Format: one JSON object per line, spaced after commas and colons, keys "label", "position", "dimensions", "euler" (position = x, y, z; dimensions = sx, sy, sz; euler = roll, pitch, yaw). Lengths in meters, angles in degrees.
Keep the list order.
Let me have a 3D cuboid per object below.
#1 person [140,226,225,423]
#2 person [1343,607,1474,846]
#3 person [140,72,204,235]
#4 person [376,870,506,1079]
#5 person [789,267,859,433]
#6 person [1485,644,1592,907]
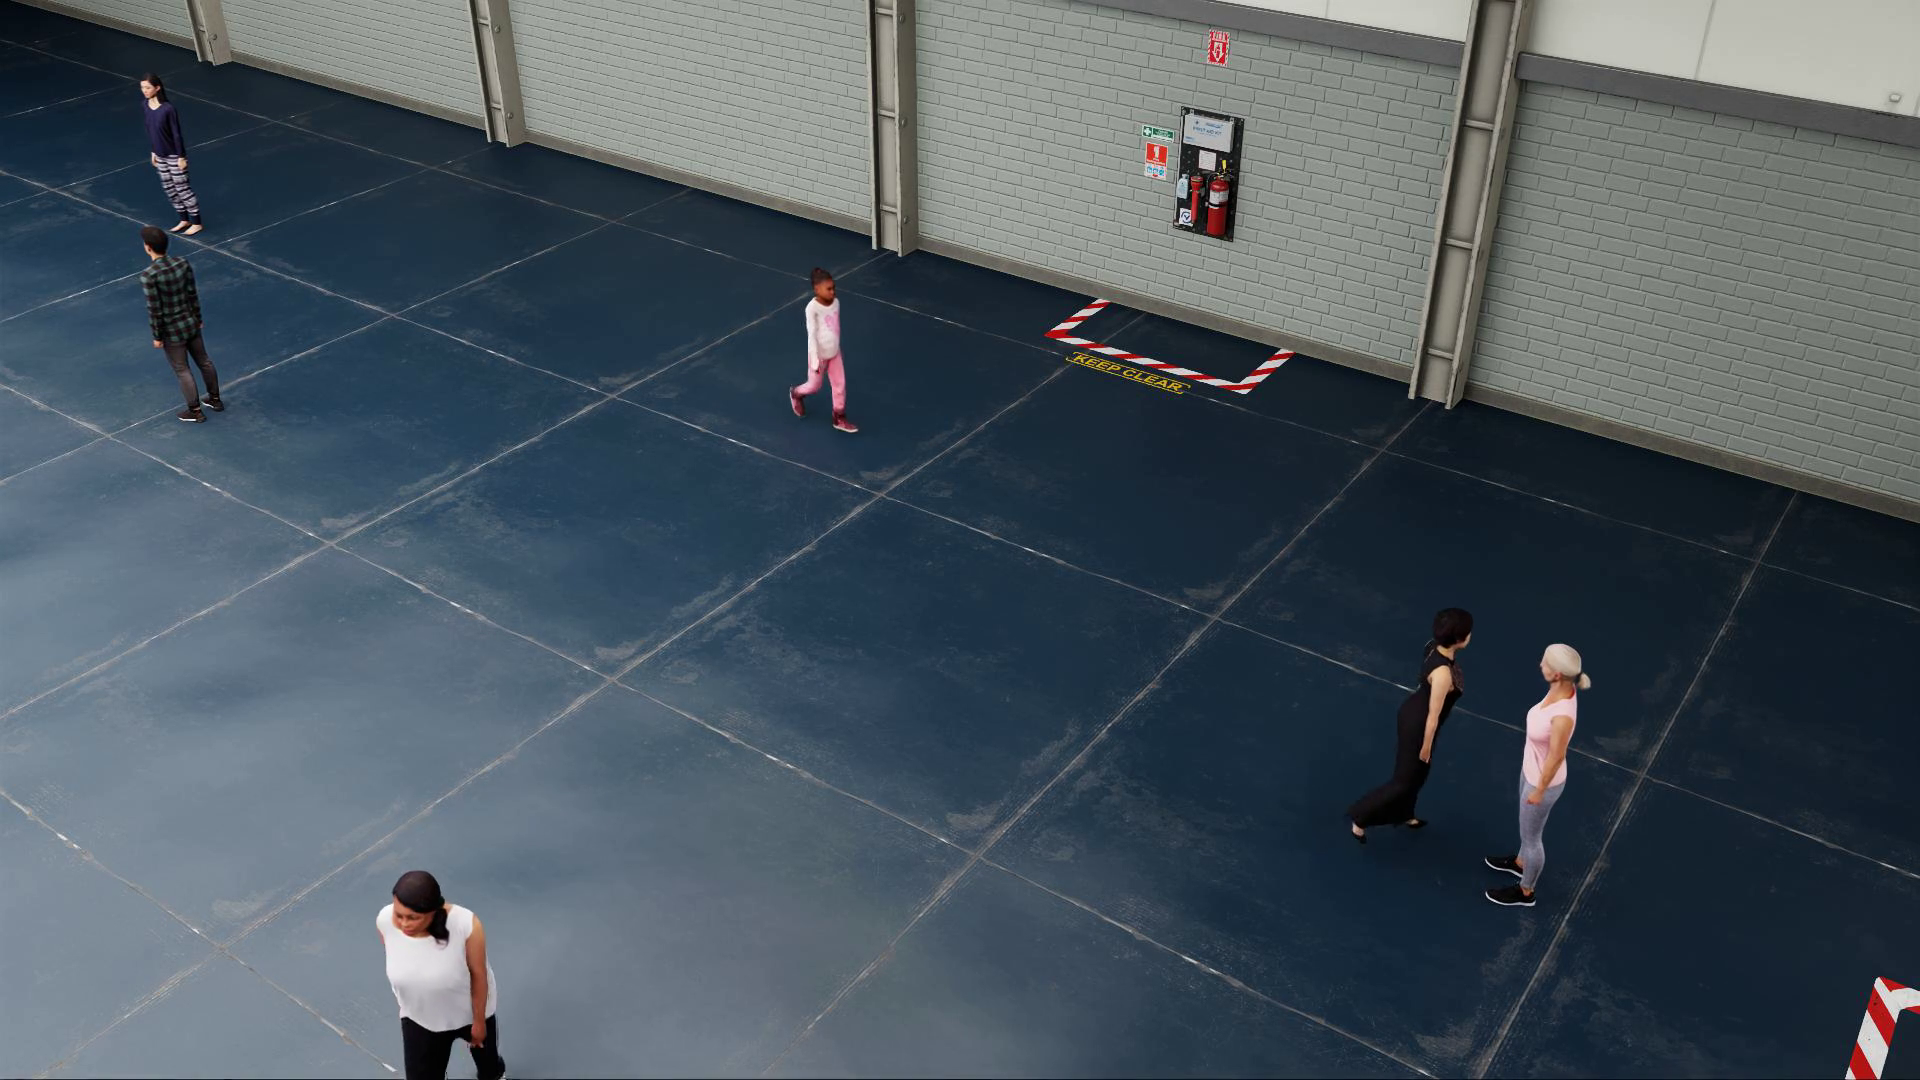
{"label": "person", "position": [-6.621, -1.828, 14.053], "dimensions": [0.568, 1.714, 0.705], "euler": [15, 35, 22]}
{"label": "person", "position": [2.588, 1.078, 9.568], "dimensions": [0.909, 1.580, 0.803], "euler": [6, 33, 9]}
{"label": "person", "position": [-8.389, -4.119, 17.662], "dimensions": [0.517, 1.733, 0.698], "euler": [13, 34, 19]}
{"label": "person", "position": [-2.383, 2.137, 7.820], "dimensions": [1.085, 1.653, 1.055], "euler": [1, 32, 2]}
{"label": "person", "position": [-1.191, -1.600, 13.957], "dimensions": [0.963, 1.425, 0.661], "euler": [28, 42, 37]}
{"label": "person", "position": [3.201, 1.277, 9.118], "dimensions": [0.610, 1.722, 0.623], "euler": [10, 34, 15]}
